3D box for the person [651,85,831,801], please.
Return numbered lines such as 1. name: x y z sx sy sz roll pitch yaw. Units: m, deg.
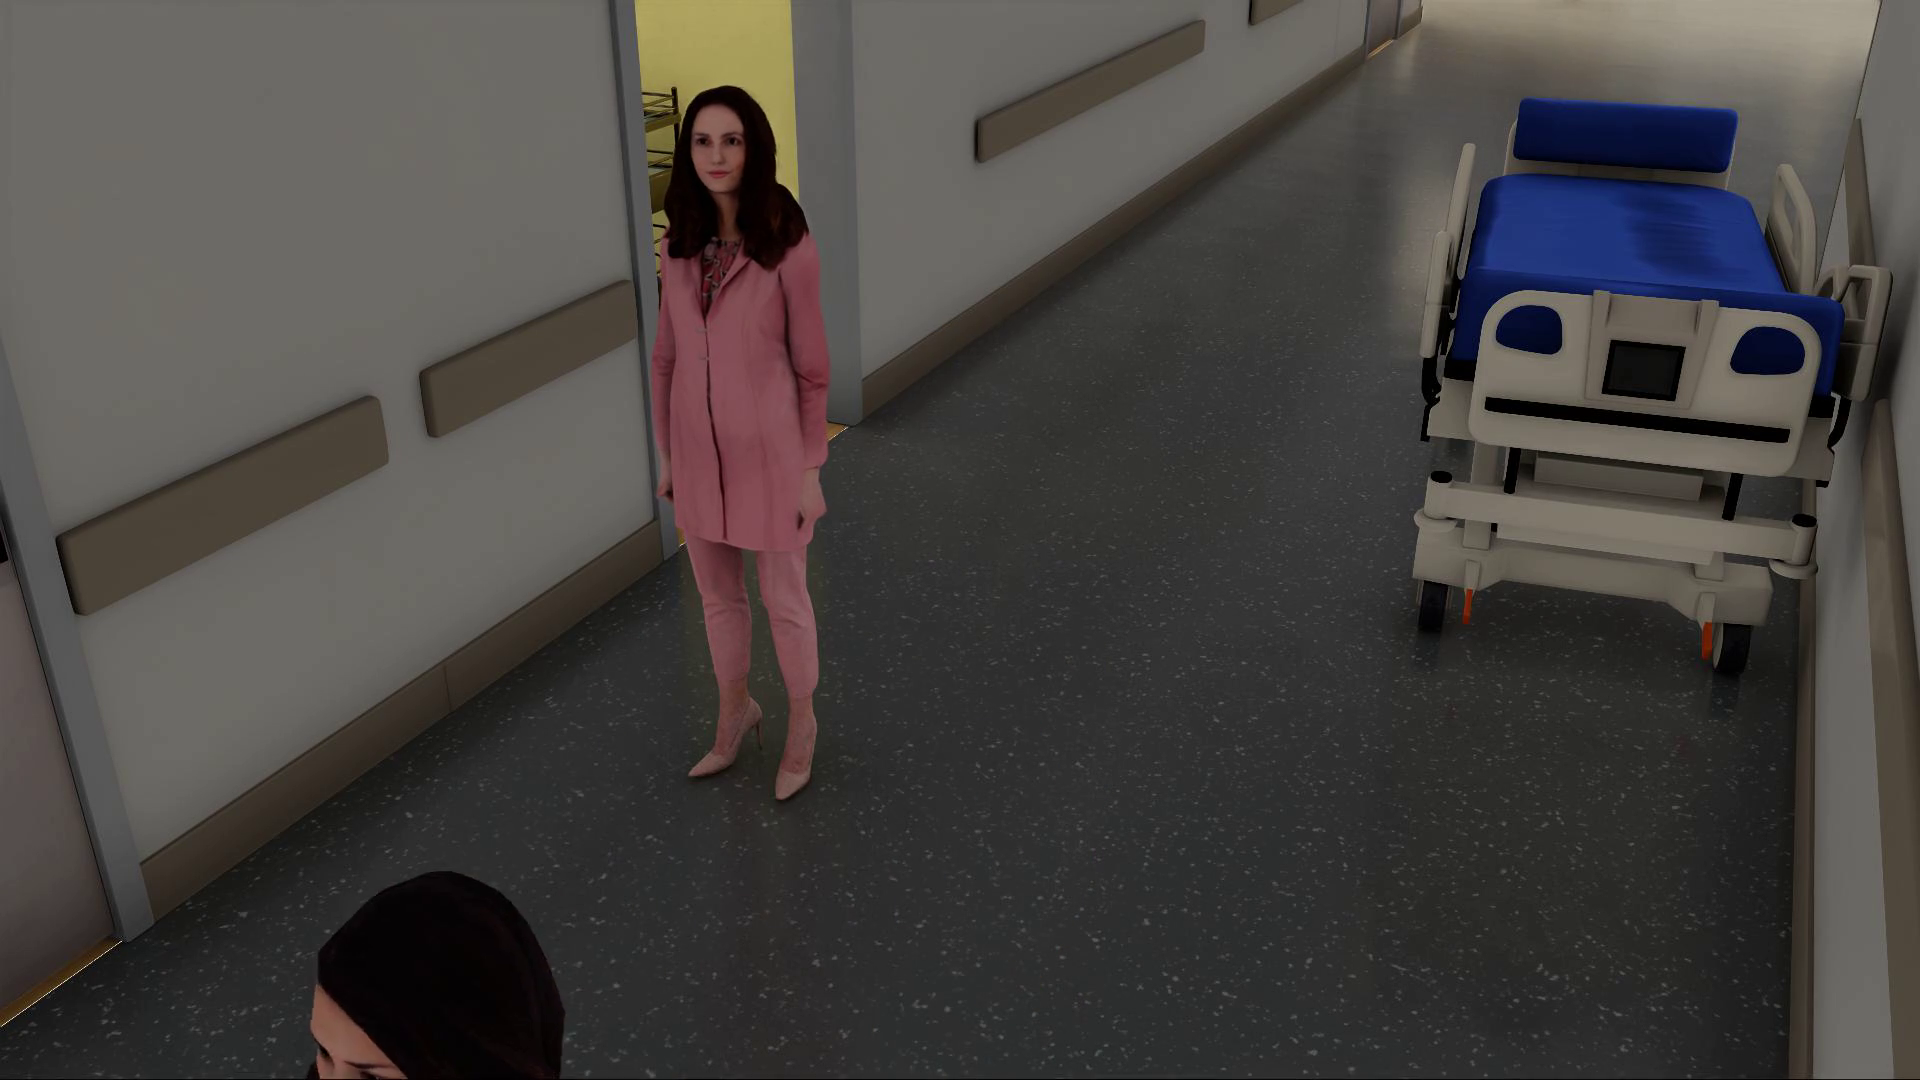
1. person: -0.521 -0.197 4.069 0.437 1.802 0.671 11 28 22
